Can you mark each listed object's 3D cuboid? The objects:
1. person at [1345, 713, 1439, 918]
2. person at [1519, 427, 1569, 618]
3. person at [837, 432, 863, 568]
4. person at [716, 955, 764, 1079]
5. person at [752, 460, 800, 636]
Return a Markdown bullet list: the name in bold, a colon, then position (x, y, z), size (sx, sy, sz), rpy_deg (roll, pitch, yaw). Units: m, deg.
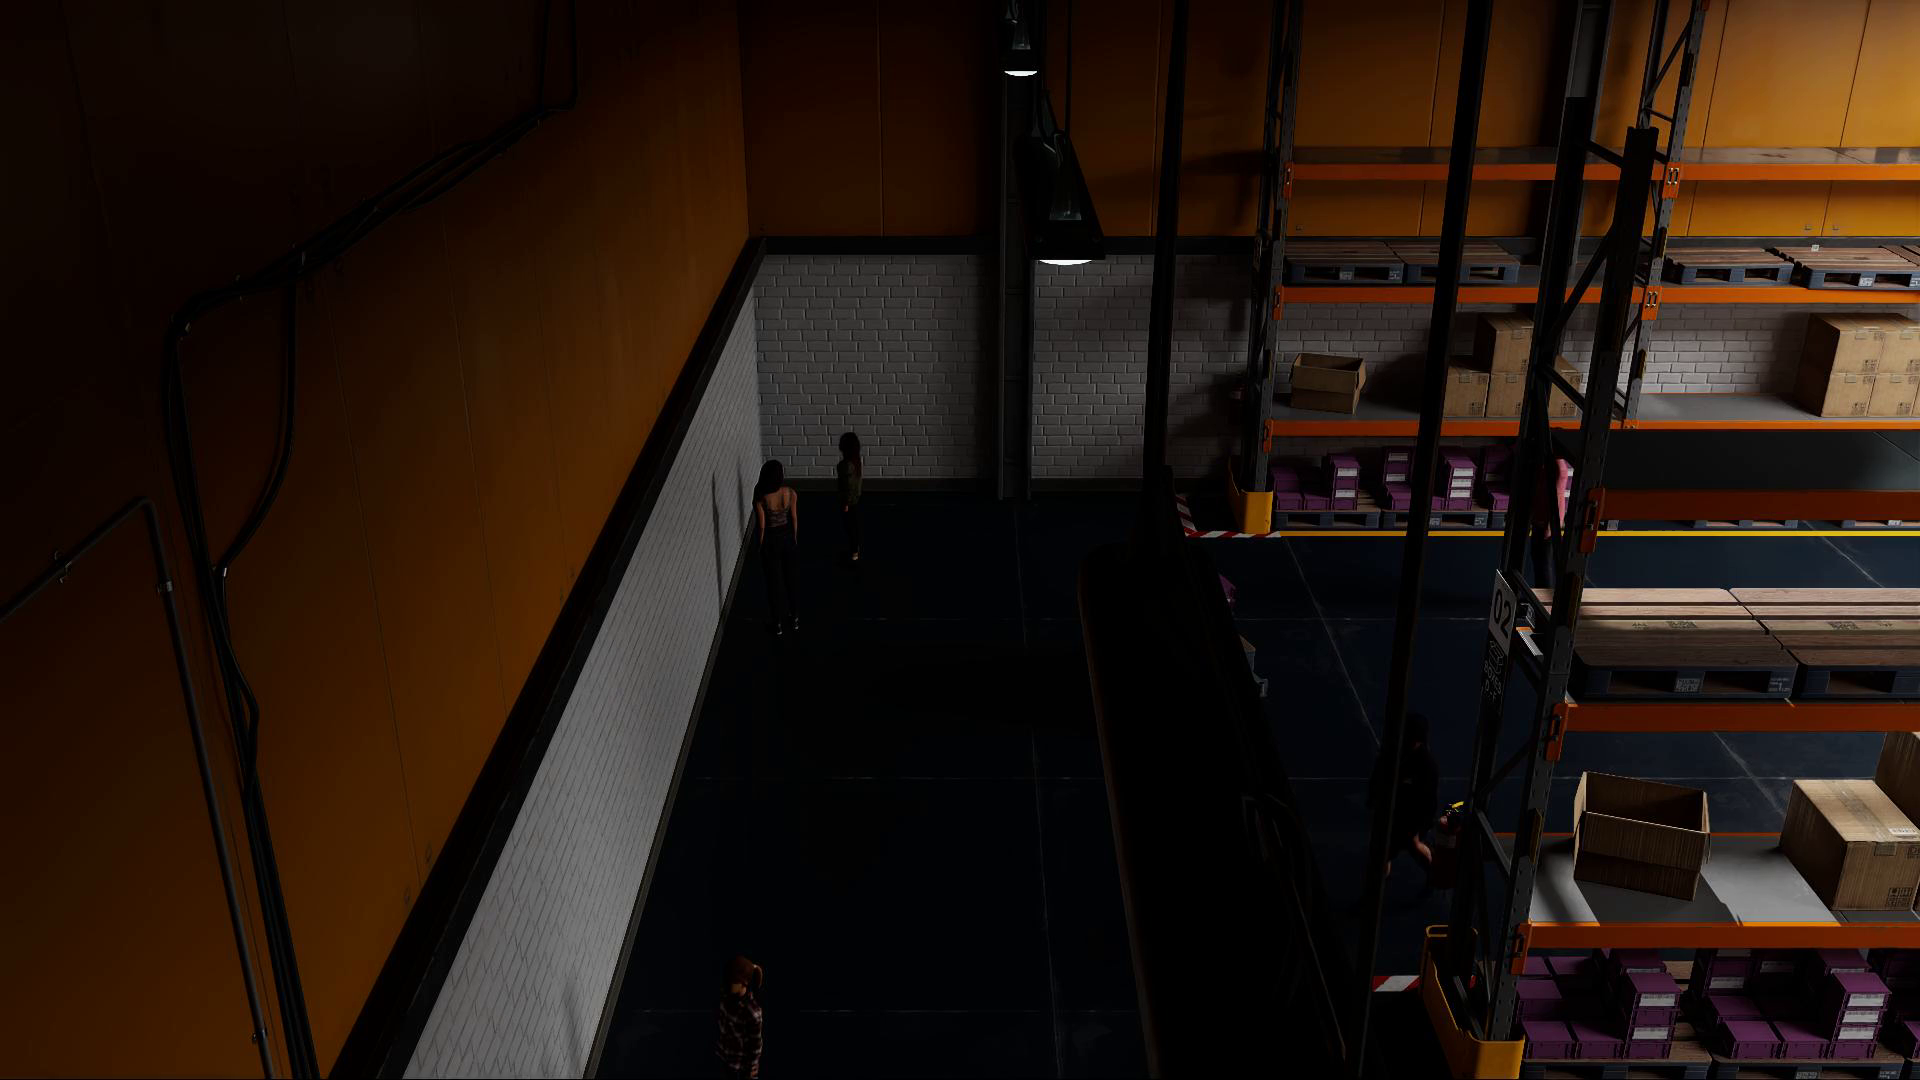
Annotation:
- **person**: position (3.255, 1.957, 11.960), size (1.155, 1.631, 0.936), rpy_deg (-9, 25, -19)
- **person**: position (5.823, -0.187, 16.458), size (0.563, 1.958, 0.635), rpy_deg (1, 24, 3)
- **person**: position (-1.178, -0.445, 17.648), size (0.506, 1.476, 0.589), rpy_deg (1, 24, 2)
- **person**: position (-1.305, 3.031, 9.910), size (0.683, 1.306, 0.623), rpy_deg (-22, 32, -40)
- **person**: position (-1.762, 0.058, 16.133), size (0.624, 1.770, 0.741), rpy_deg (-13, 27, -27)
